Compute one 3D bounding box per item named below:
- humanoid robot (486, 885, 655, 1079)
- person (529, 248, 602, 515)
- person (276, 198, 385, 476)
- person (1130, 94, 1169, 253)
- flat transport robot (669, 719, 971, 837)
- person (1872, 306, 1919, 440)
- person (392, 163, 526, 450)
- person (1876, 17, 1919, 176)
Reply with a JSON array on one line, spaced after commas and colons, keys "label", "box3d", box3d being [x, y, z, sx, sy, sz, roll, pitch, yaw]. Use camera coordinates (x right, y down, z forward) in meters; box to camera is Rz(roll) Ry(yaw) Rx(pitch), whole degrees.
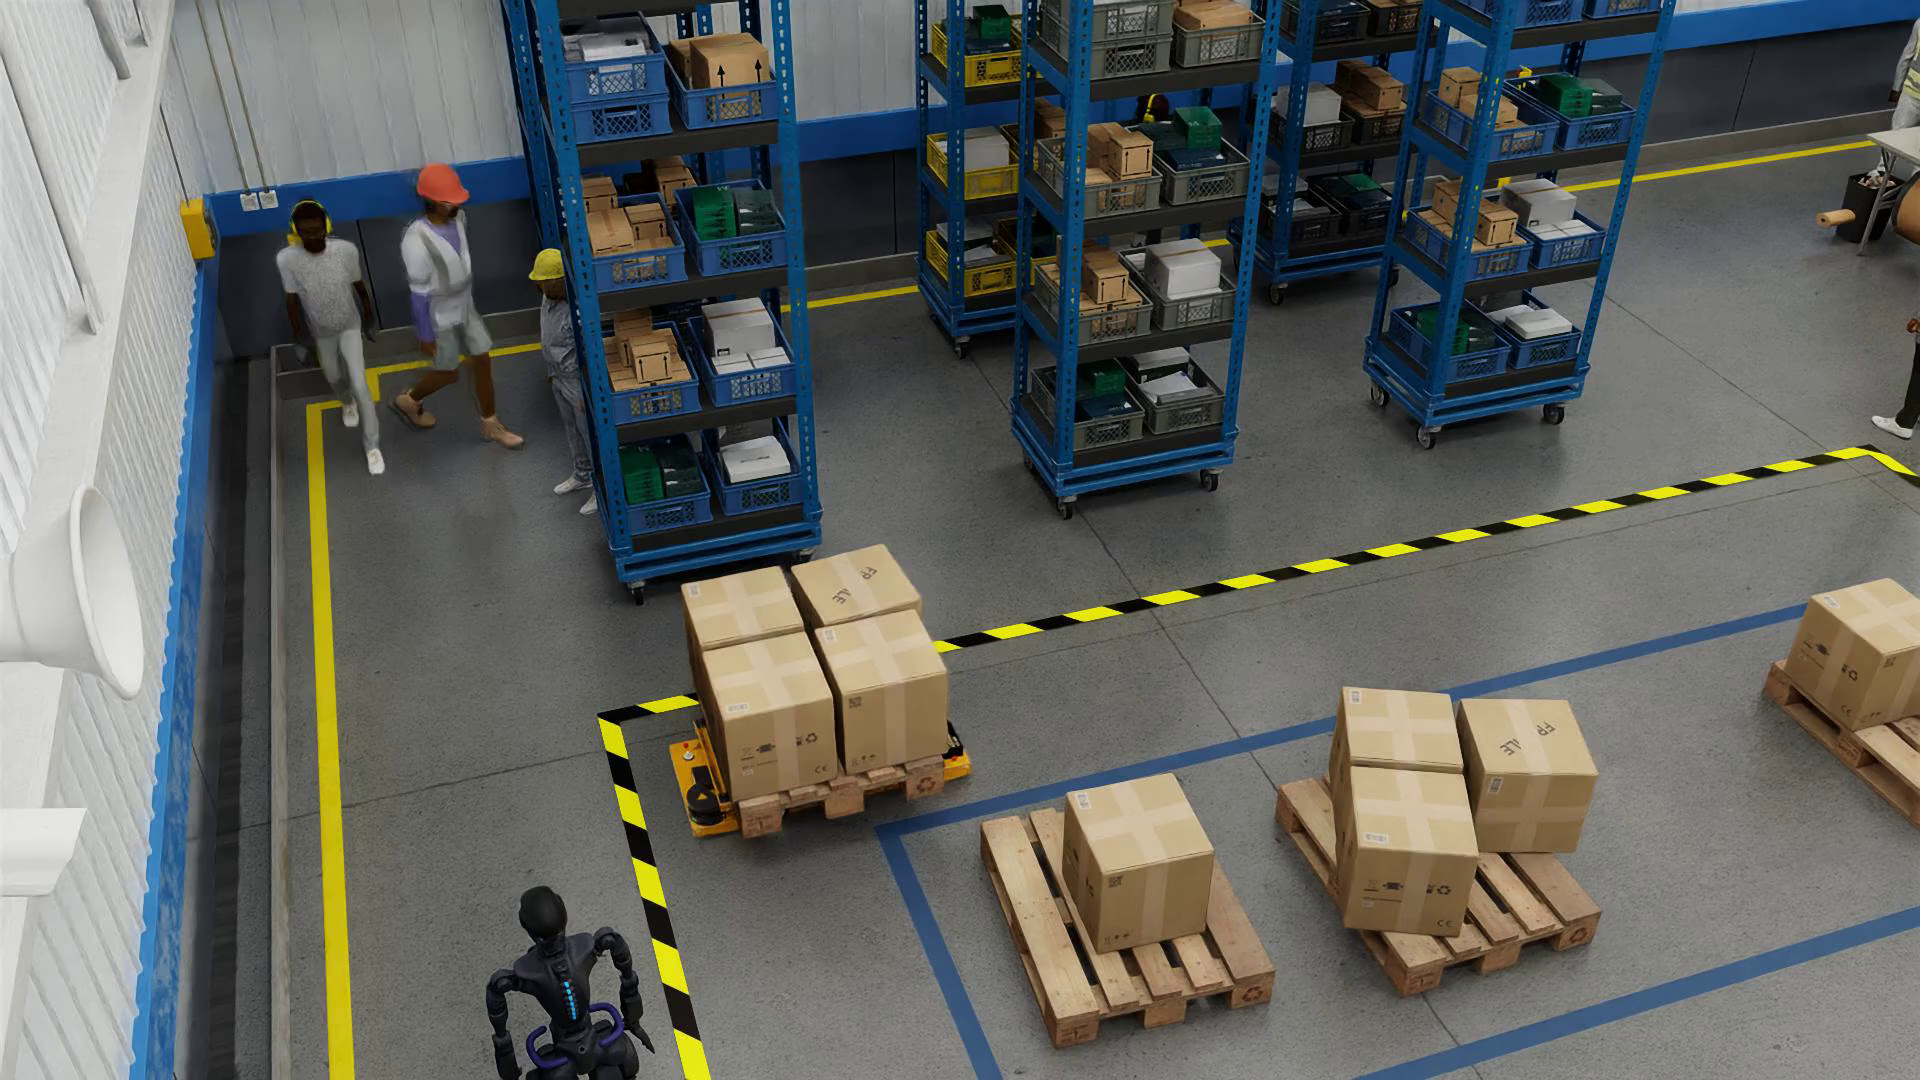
[{"label": "humanoid robot", "box3d": [-1.420, 1.901, 6.123, 0.599, 1.659, 0.315, -18, 39, -24]}, {"label": "person", "box3d": [-2.379, -0.974, 10.156, 0.294, 1.744, 0.485, -26, 43, -32]}, {"label": "person", "box3d": [-4.027, -1.395, 10.678, 0.515, 1.839, 0.884, -11, 37, -15]}, {"label": "person", "box3d": [1.347, -2.296, 11.923, 0.309, 1.868, 0.530, 13, 37, 18]}, {"label": "flat transport robot", "box3d": [-0.725, 1.076, 8.506, 1.431, 0.197, 0.652, -11, 37, -15]}, {"label": "person", "box3d": [6.460, -1.517, 10.831, 0.596, 1.852, 0.376, -10, 36, -14]}, {"label": "person", "box3d": [-3.349, -1.487, 10.657, 0.836, 2.014, 0.629, 11, 37, 15]}, {"label": "person", "box3d": [8.202, -3.777, 14.046, 0.634, 1.841, 0.429, 22, 41, 28]}]
